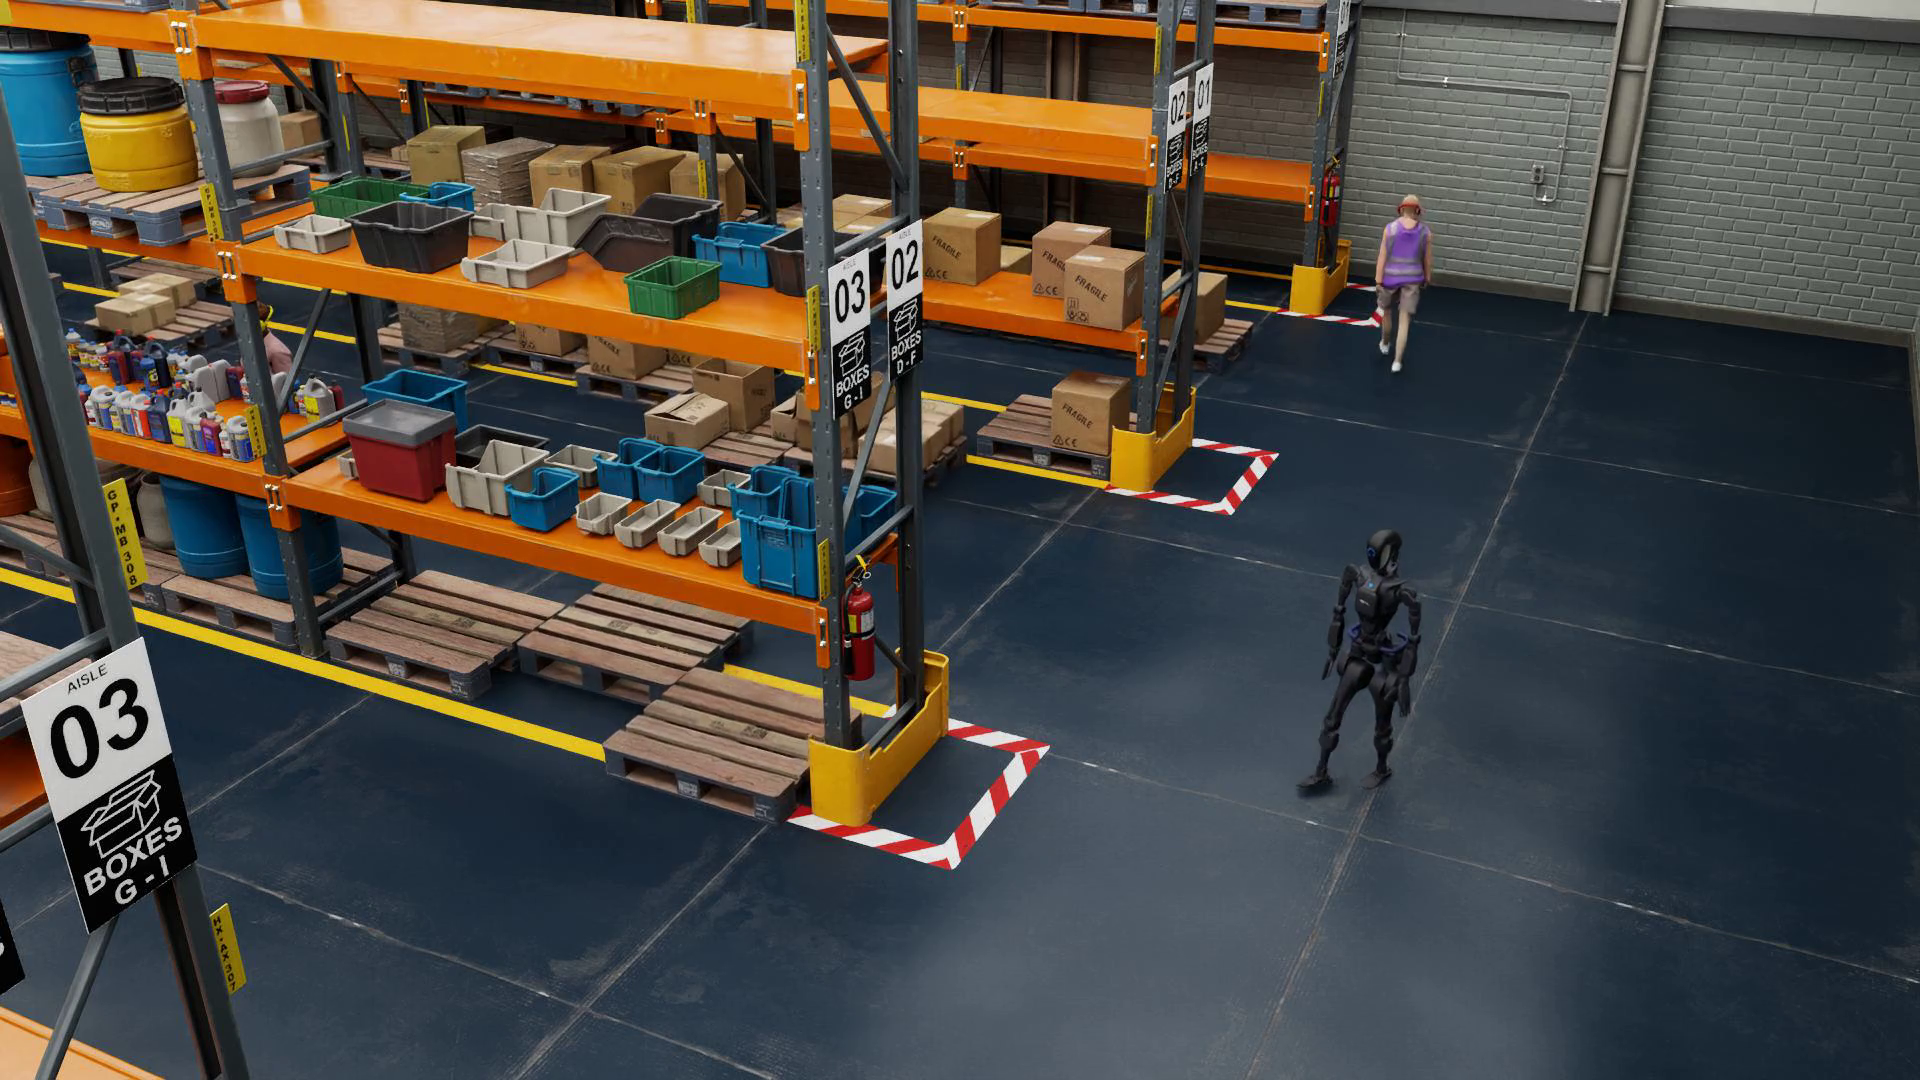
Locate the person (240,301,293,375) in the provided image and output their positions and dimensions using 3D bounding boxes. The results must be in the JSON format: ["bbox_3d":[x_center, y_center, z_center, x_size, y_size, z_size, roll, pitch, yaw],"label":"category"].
[{"bbox_3d":[-5.138,-0.936,12.475,0.527,1.798,0.334,17,31,31],"label":"person"}]

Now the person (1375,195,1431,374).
[{"bbox_3d":[4.170,-2.436,15.684,0.502,1.642,0.917,5,27,11],"label":"person"}]

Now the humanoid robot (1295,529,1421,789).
[{"bbox_3d":[2.284,0.711,9.286,0.602,1.645,0.600,-22,34,-37],"label":"humanoid robot"}]
